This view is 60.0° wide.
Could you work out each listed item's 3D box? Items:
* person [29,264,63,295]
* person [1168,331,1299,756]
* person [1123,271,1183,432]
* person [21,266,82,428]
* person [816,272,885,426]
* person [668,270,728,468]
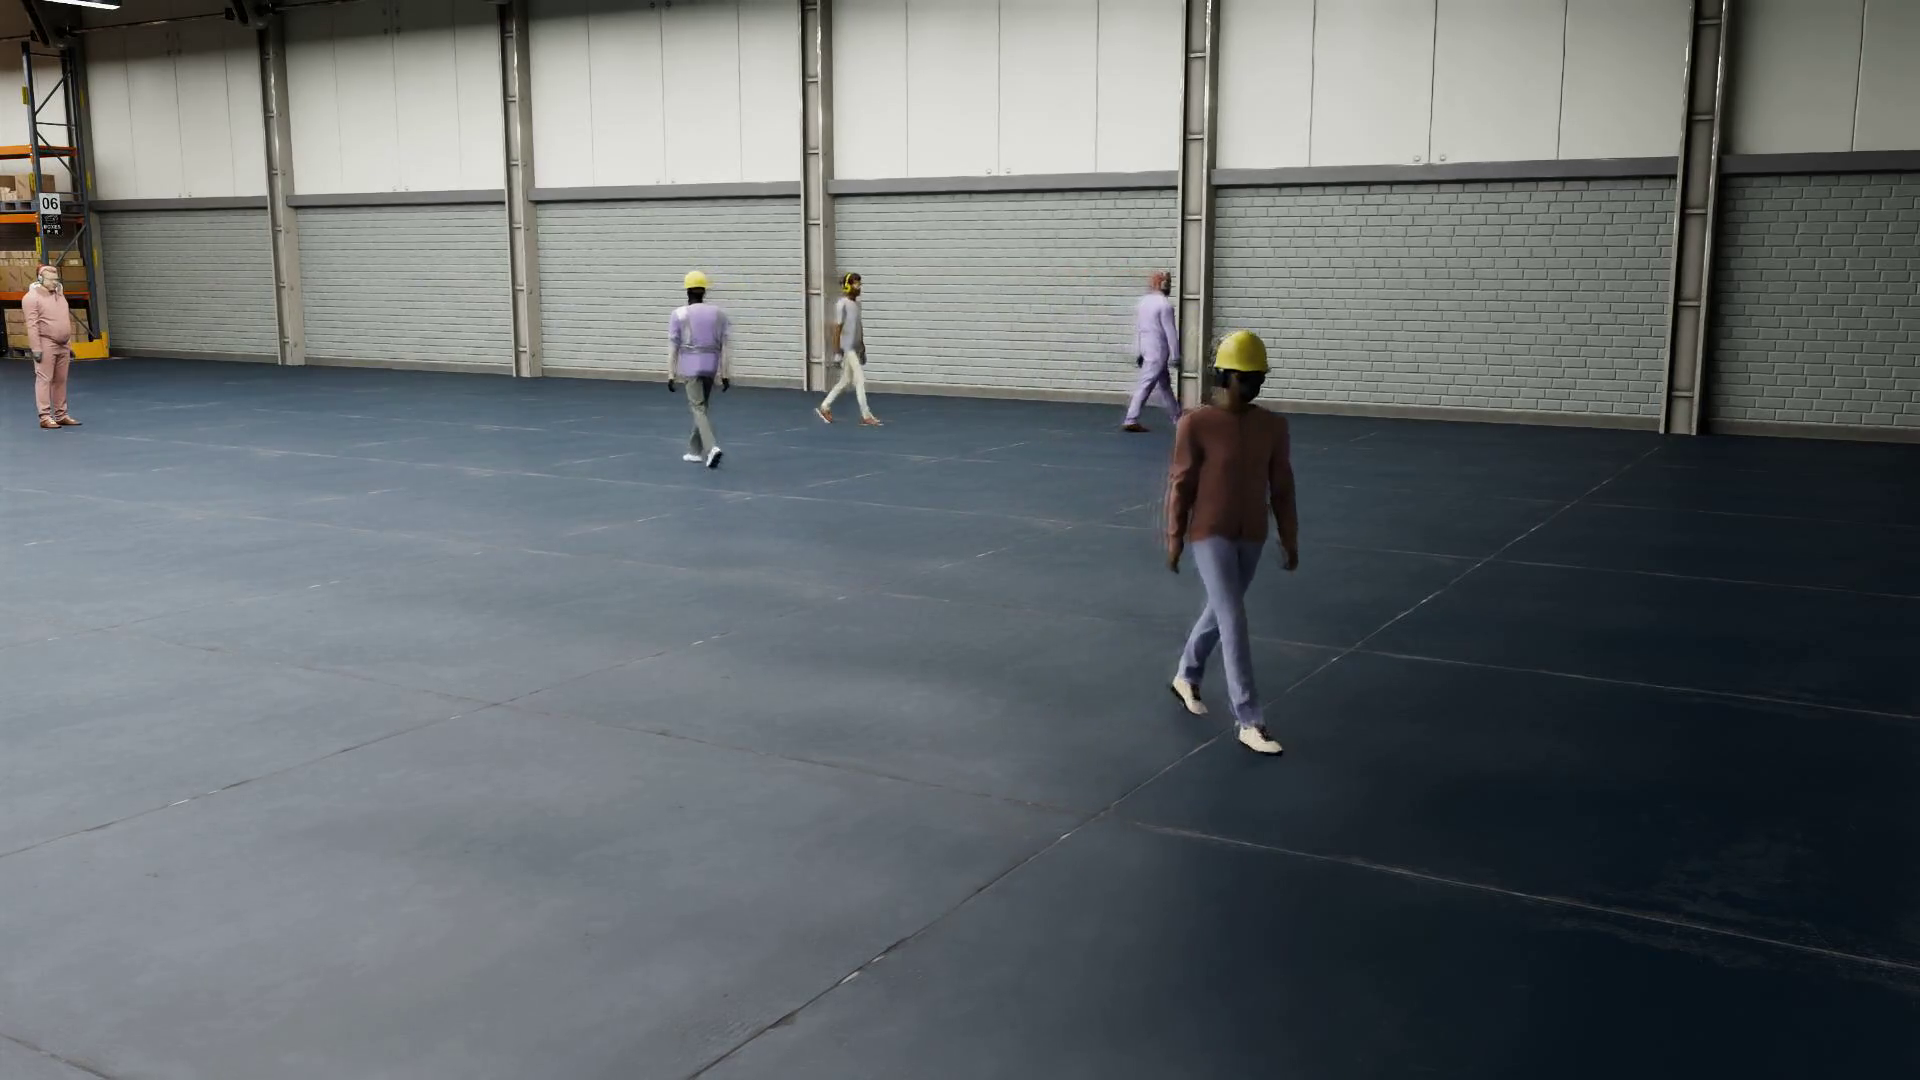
[{"bbox_3d":[-15.803,-3.830,28.820,0.356,1.884,0.574,6,11,30],"label":"person"},{"bbox_3d":[1.136,-0.028,7.052,0.530,1.719,0.916,-4,11,-24],"label":"person"},{"bbox_3d":[2.328,-2.162,19.152,1.012,1.847,0.661,-3,10,-18],"label":"person"},{"bbox_3d":[-10.721,-2.274,19.671,0.406,1.902,0.638,2,10,10],"label":"person"},{"bbox_3d":[-1.346,-2.295,19.995,0.932,1.838,0.522,4,11,23],"label":"person"},{"bbox_3d":[-2.498,-1.648,16.030,0.596,1.896,0.921,-7,12,-34],"label":"person"}]
